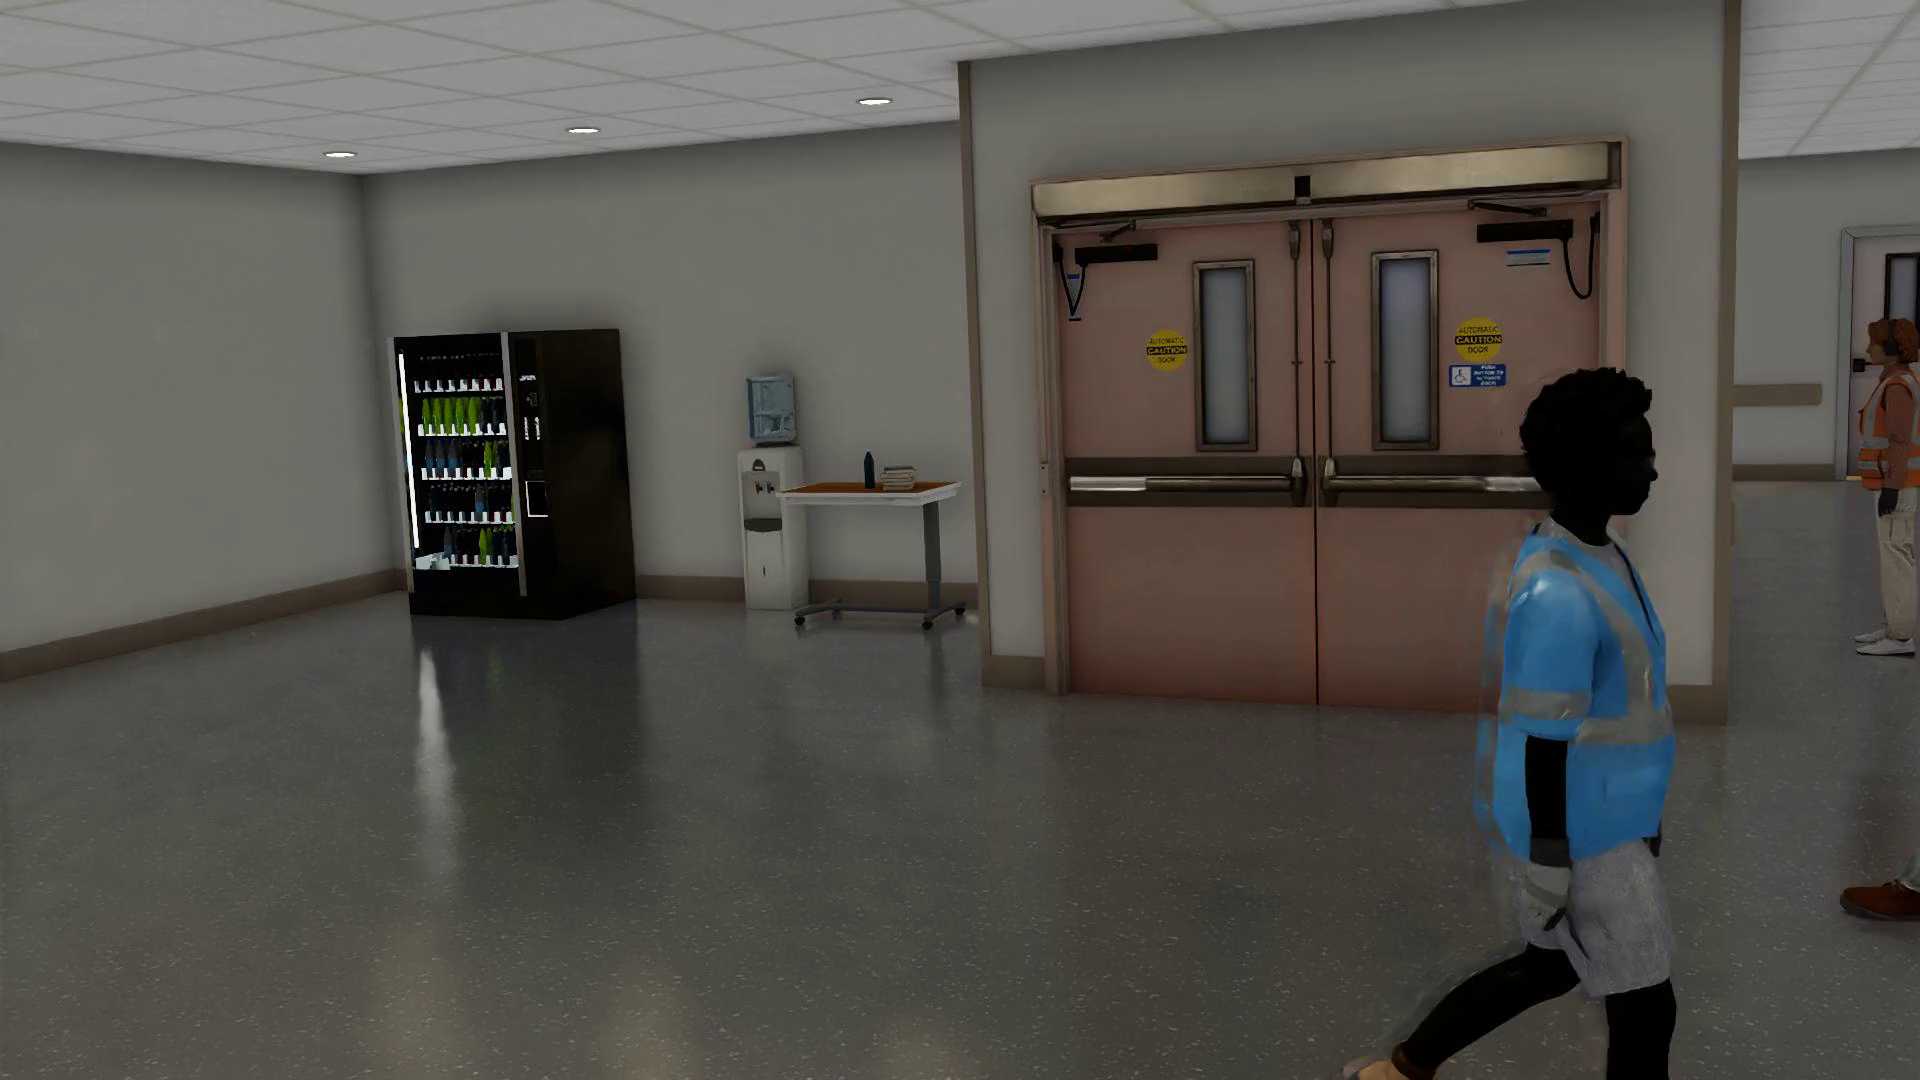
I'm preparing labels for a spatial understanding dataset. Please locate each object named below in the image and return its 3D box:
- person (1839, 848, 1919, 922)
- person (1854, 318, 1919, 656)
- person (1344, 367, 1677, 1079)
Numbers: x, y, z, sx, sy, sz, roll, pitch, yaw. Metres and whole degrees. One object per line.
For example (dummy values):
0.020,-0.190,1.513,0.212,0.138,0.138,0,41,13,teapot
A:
2.936,0.130,4.549,0.856,1.918,0.634,0,8,21,person
4.530,-0.257,8.087,0.307,1.639,0.525,2,8,28,person
1.098,0.512,3.115,0.764,1.671,0.532,1,8,24,person
